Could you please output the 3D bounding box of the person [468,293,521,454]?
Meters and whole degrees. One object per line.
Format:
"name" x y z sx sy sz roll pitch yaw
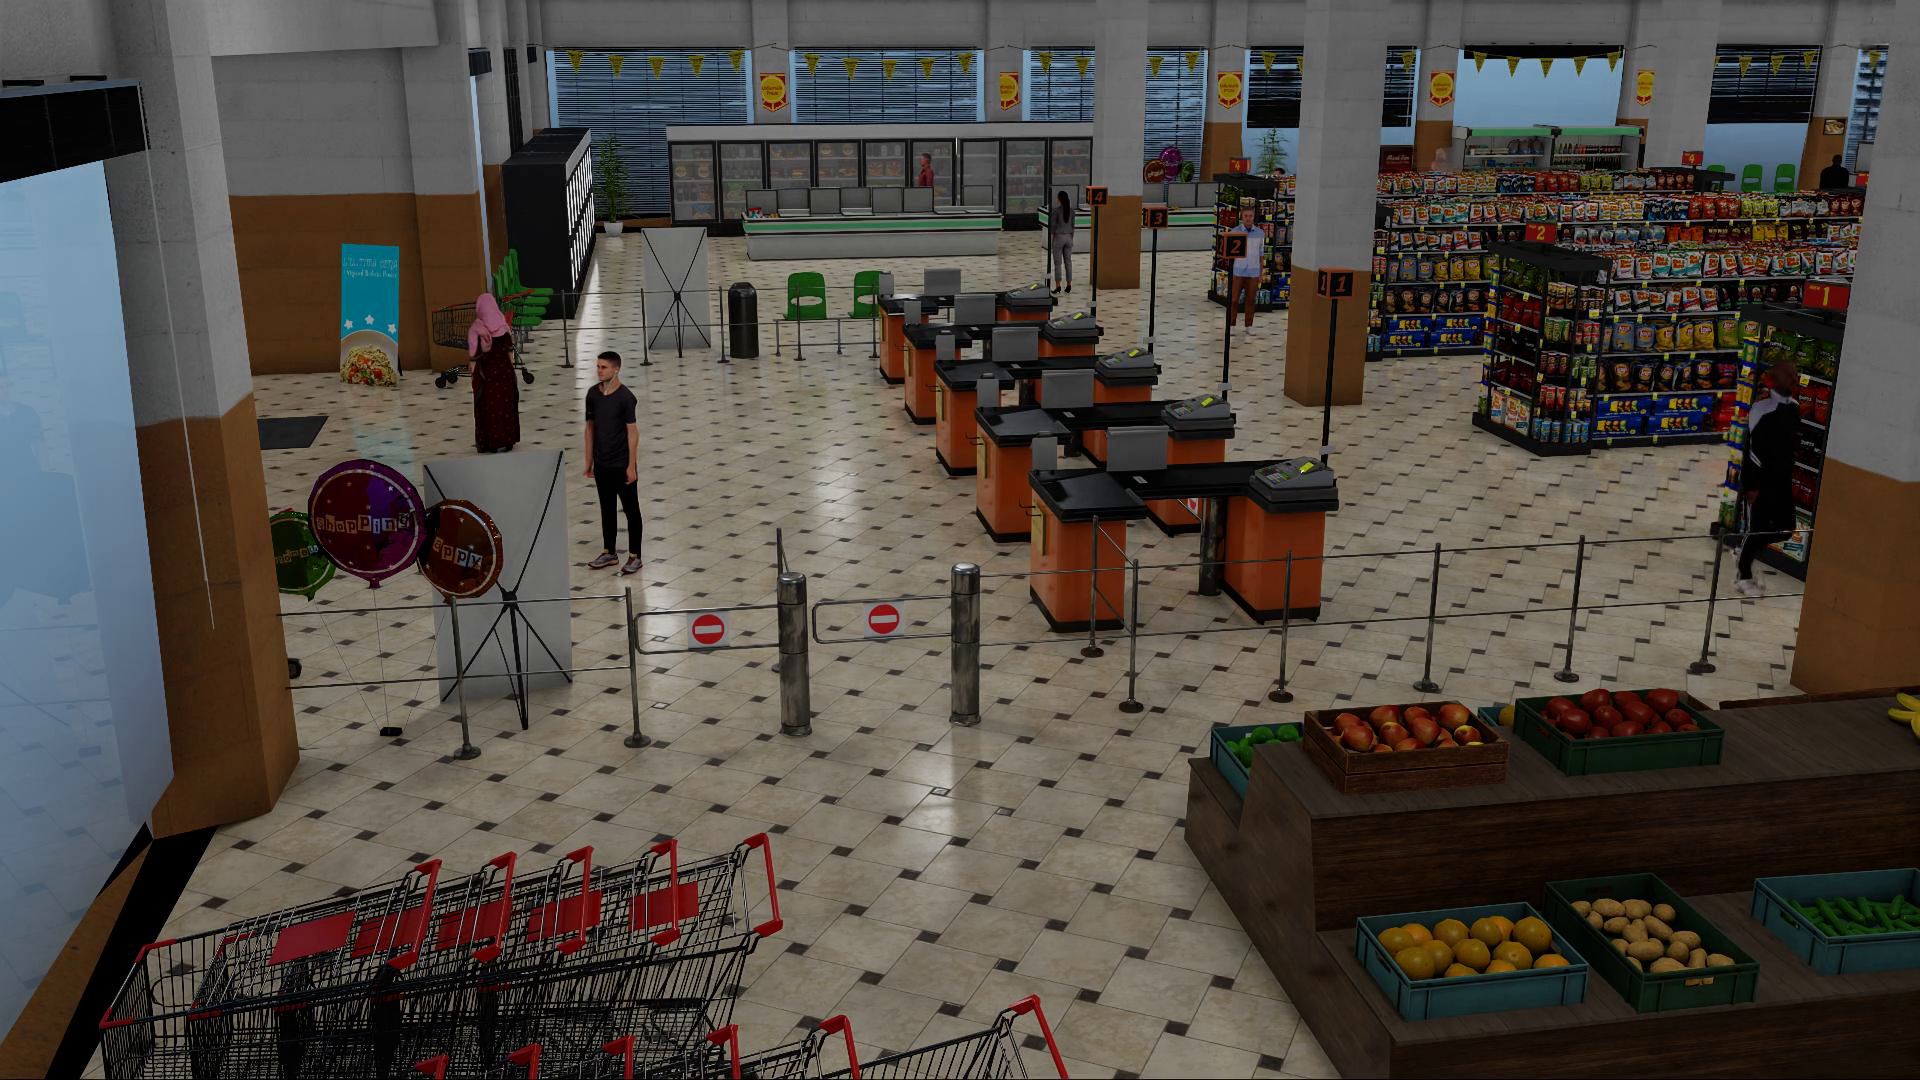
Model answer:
"person" -4.768 -1.711 16.985 0.702 1.637 0.818 -12 21 -35

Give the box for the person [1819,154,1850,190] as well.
"person" 17.732 -6.926 33.849 0.783 1.818 0.831 13 21 36

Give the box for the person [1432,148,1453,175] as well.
"person" 10.870 -7.965 37.524 1.037 1.671 0.937 2 17 6

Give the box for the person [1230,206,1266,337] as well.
"person" 4.053 -3.825 23.624 0.525 1.825 0.769 -1 17 -3

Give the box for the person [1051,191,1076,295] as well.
"person" 1.684 -4.917 27.472 0.625 1.677 0.755 -9 19 -27

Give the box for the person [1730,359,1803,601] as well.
"person" 6.072 -0.489 12.654 0.722 1.815 0.792 -6 18 -19

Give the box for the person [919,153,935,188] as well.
"person" -0.665 -6.972 33.976 0.577 1.831 0.705 -1 17 -4

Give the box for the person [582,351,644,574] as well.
"person" -2.735 -0.624 13.185 0.682 1.764 0.783 8 19 24
